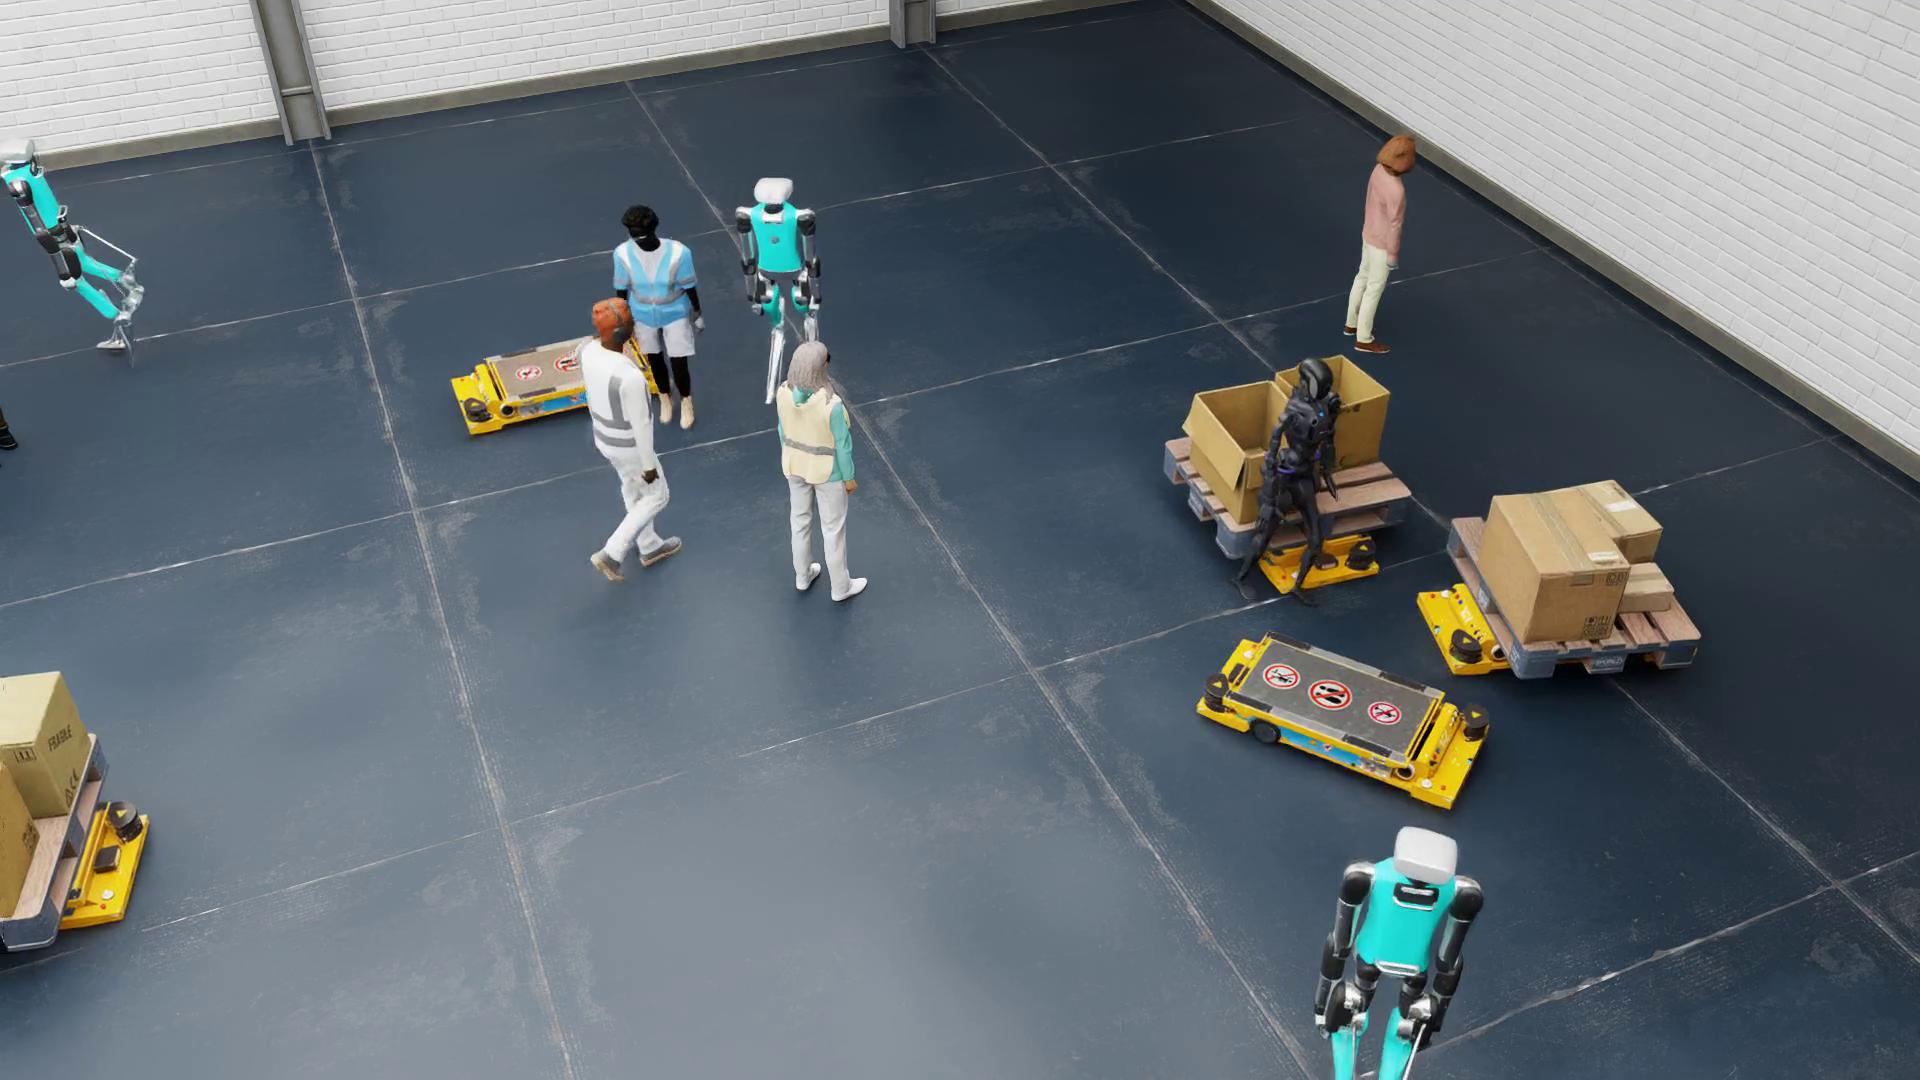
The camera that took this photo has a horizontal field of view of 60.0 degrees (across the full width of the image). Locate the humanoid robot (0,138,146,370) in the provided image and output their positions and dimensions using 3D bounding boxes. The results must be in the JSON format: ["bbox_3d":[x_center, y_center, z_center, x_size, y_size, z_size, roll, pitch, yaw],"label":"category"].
[{"bbox_3d":[-6.084,-1.955,11.703,0.726,1.894,0.557,-12,39,-15],"label":"humanoid robot"}]

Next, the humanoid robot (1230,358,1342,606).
[{"bbox_3d":[1.930,-0.334,9.558,0.589,1.639,0.539,-27,45,-30],"label":"humanoid robot"}]

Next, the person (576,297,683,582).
[{"bbox_3d":[-1.979,-0.557,9.684,0.595,1.868,0.582,-31,47,-34],"label":"person"}]

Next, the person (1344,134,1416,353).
[{"bbox_3d":[3.024,-2.133,11.928,0.267,1.630,0.506,-5,38,-6],"label":"person"}]

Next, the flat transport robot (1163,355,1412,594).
[{"bbox_3d":[2.011,-0.200,10.534,0.659,0.231,1.431,-11,39,-14],"label":"flat transport robot"}]

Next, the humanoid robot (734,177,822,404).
[{"bbox_3d":[-1.172,-1.760,11.357,0.532,1.759,0.792,3,38,4],"label":"humanoid robot"}]

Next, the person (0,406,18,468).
[{"bbox_3d":[-6.566,-1.307,10.607,0.373,1.935,0.549,3,38,4],"label":"person"}]

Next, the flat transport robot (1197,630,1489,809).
[{"bbox_3d":[2.081,0.944,9.045,1.431,0.231,0.659,20,42,24],"label":"flat transport robot"}]

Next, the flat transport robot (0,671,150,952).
[{"bbox_3d":[-4.791,1.657,8.117,1.431,0.231,0.659,-6,38,-8],"label":"flat transport robot"}]

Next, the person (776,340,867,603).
[{"bbox_3d":[-0.829,-0.374,9.578,0.464,1.709,0.369,19,41,23],"label":"person"}]

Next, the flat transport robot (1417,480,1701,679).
[{"bbox_3d":[3.465,0.460,9.674,1.431,0.231,0.659,-4,38,-5],"label":"flat transport robot"}]

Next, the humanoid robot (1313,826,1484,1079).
[{"bbox_3d":[1.643,1.994,6.482,0.604,1.783,0.814,4,38,6],"label":"humanoid robot"}]

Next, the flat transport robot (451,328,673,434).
[{"bbox_3d":[-2.814,-1.135,11.751,1.431,0.231,0.659,-15,40,-19],"label":"flat transport robot"}]

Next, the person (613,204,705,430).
[{"bbox_3d":[-1.987,-1.470,11.027,0.577,1.667,0.453,1,38,1],"label":"person"}]
